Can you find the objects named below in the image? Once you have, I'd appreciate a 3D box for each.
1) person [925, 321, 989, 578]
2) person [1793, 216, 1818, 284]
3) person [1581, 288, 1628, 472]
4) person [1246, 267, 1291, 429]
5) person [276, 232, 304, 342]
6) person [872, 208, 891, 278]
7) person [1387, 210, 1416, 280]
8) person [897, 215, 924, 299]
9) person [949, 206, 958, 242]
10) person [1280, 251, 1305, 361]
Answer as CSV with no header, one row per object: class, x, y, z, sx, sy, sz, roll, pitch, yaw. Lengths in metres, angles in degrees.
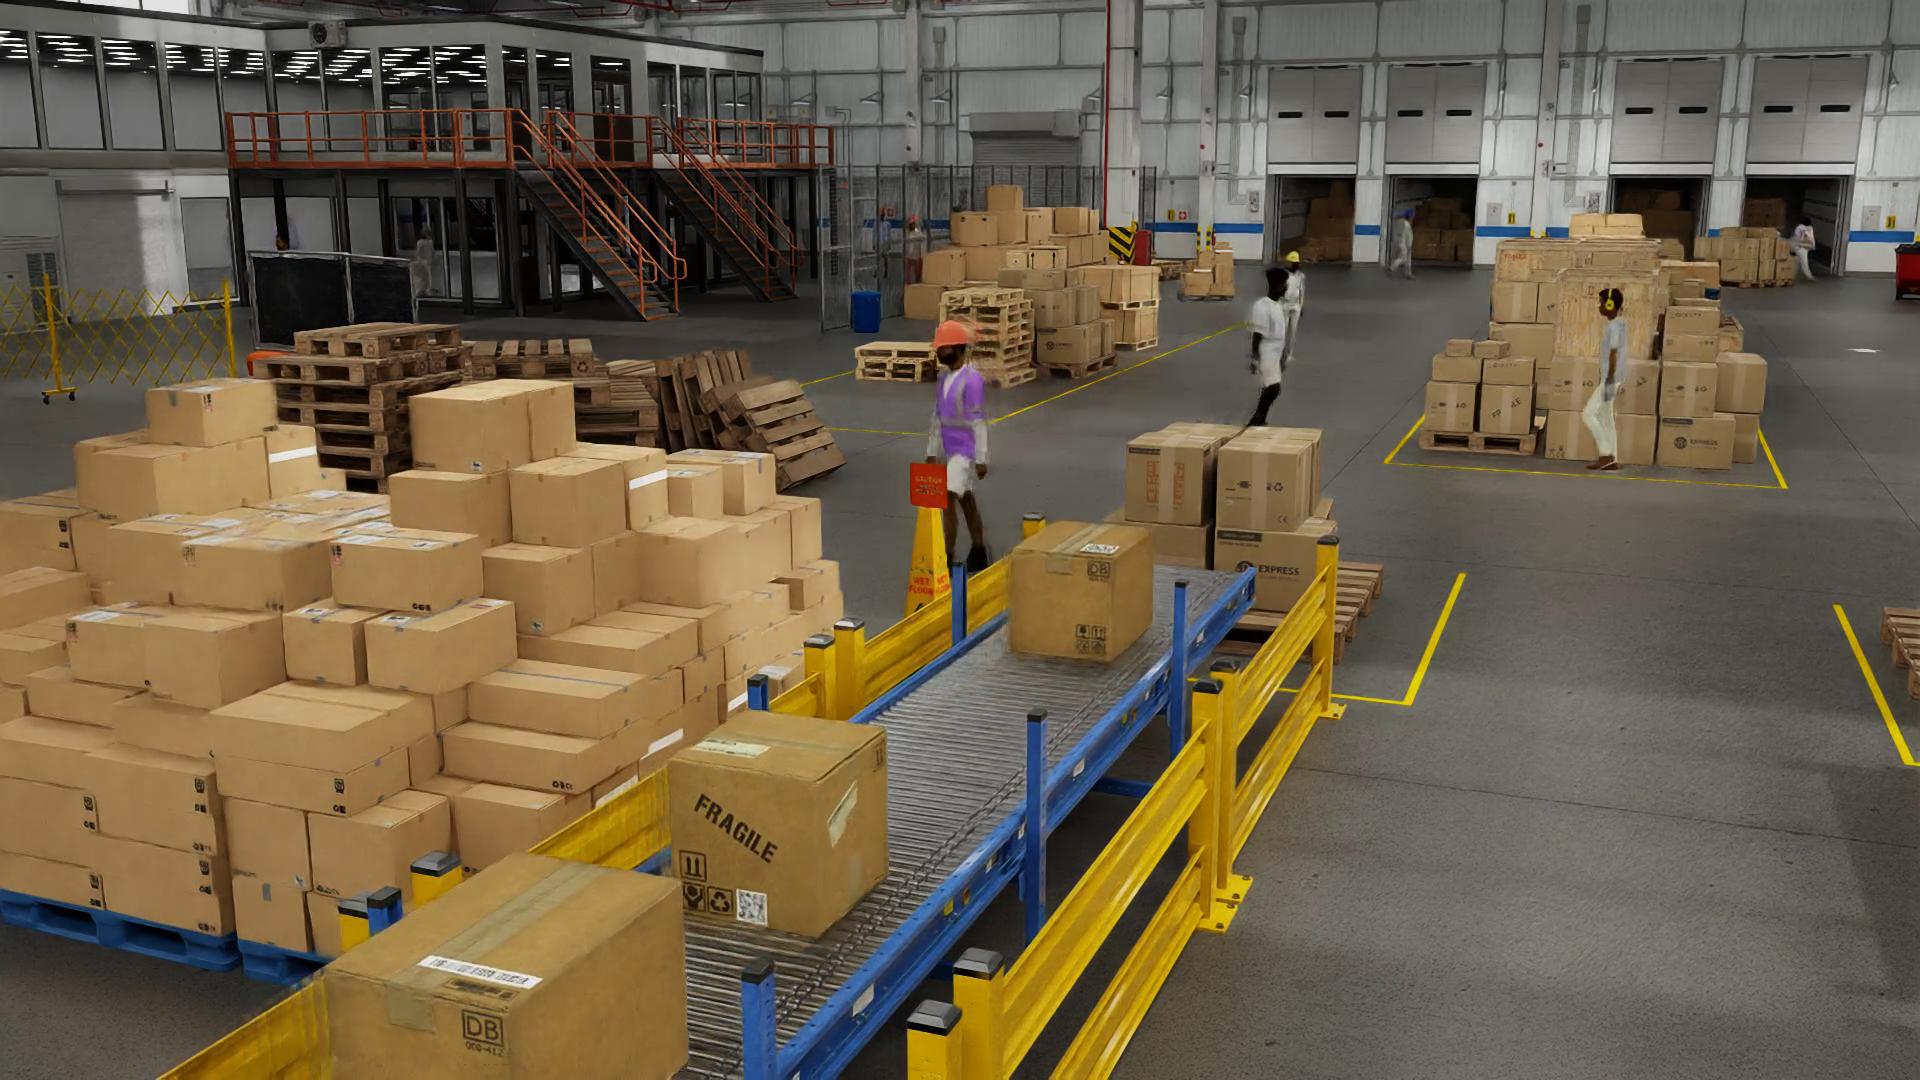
person,-0.090,-0.659,12.336,0.794,1.904,0.571,-6,14,-26
person,22.613,-7.777,44.535,0.638,1.791,0.968,-9,15,-34
person,6.457,-1.586,16.637,0.459,1.843,0.536,5,14,22
person,3.445,-2.041,18.435,0.430,1.948,0.633,8,15,32
person,-11.814,-4.451,29.331,0.391,1.916,0.590,-12,17,-42
person,-2.206,-8.337,46.710,0.542,1.939,0.364,3,13,15
person,12.221,-8.138,45.855,0.694,1.925,0.614,5,13,20
person,-1.148,-6.611,38.944,0.645,1.942,1.002,5,14,22
person,-0.079,-10.060,54.728,0.734,1.819,0.633,6,14,24
person,5.250,-3.720,26.455,0.511,1.728,0.372,-3,13,-12
